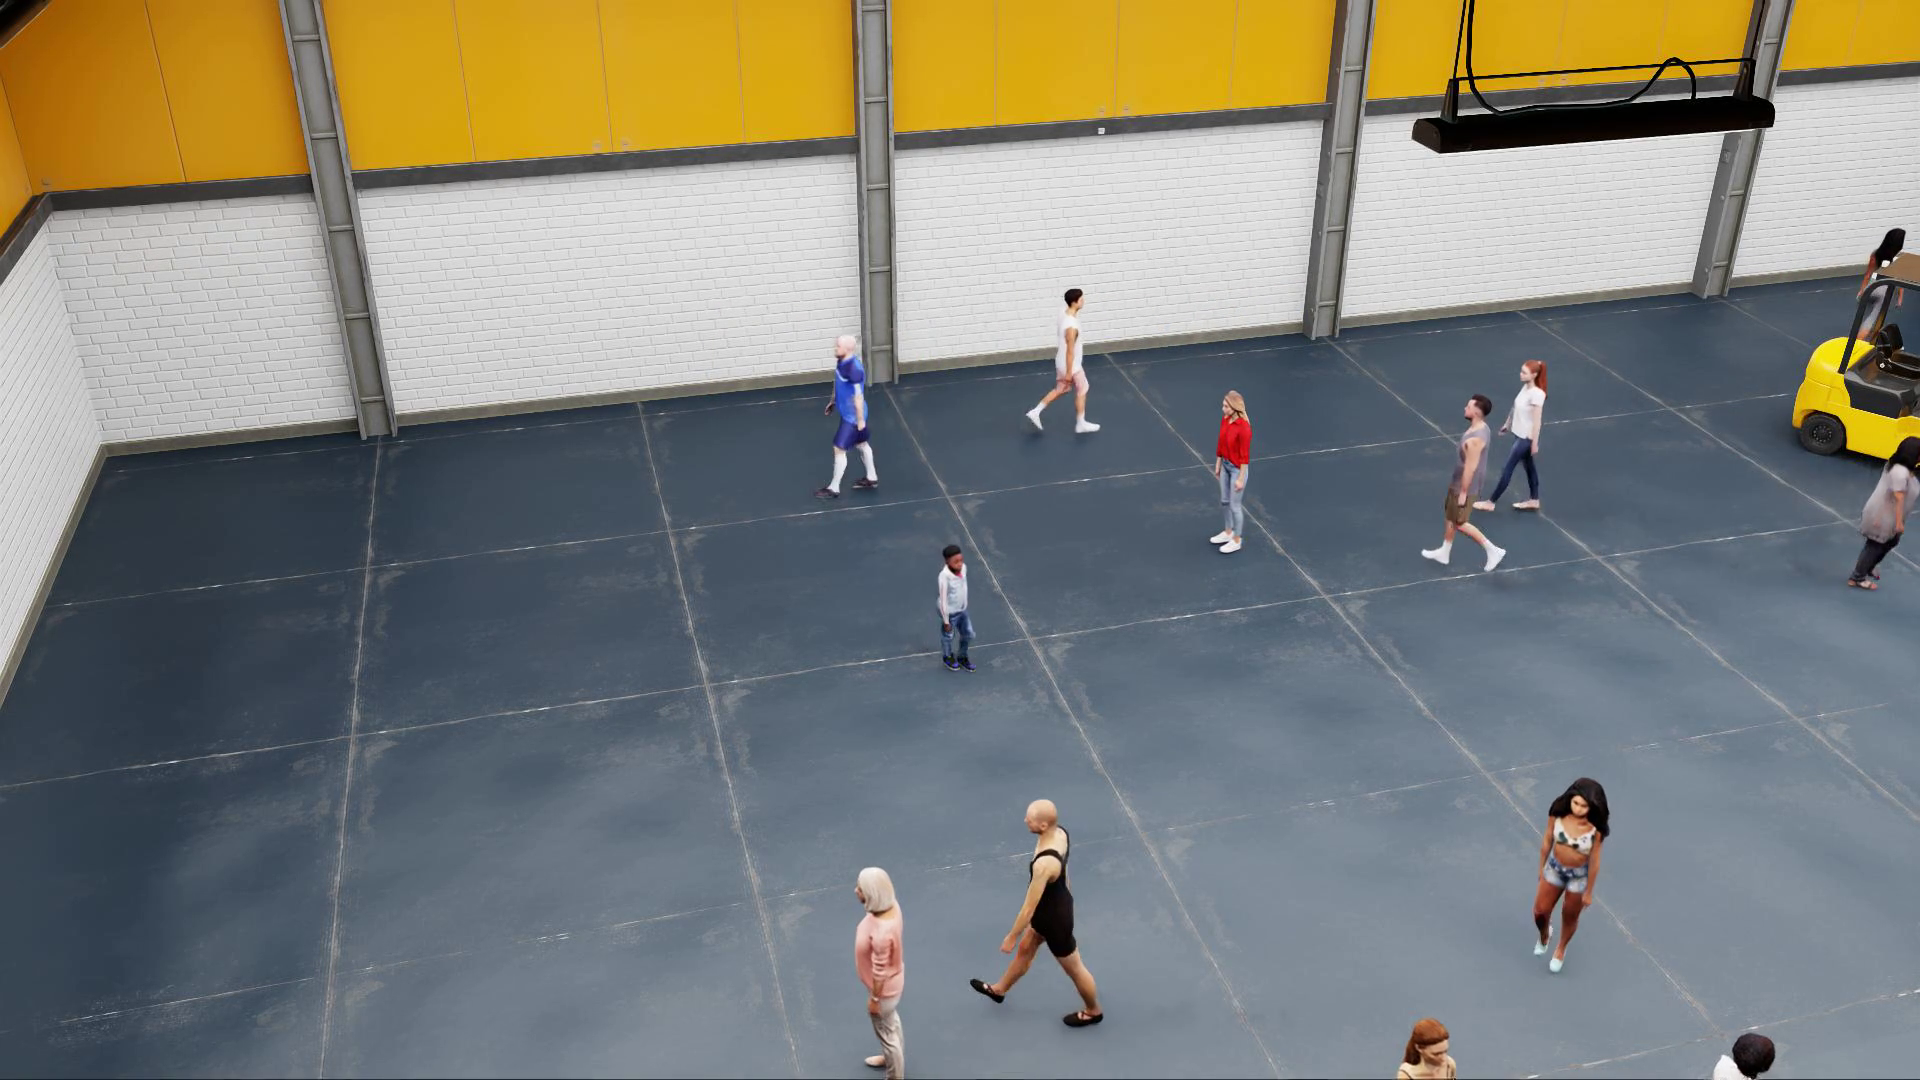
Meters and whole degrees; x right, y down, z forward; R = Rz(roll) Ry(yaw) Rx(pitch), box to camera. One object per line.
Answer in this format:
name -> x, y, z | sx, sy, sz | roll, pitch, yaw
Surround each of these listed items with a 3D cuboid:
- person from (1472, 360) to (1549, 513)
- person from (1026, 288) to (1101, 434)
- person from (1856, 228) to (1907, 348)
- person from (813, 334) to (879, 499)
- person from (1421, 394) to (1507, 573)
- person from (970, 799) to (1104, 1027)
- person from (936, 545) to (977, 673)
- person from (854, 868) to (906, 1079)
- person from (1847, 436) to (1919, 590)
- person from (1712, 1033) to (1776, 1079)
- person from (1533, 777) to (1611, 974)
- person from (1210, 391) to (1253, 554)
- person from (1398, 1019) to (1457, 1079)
person -> 5.977, -1.060, 17.303 | 1.063, 1.704, 0.814 | 4, 29, 7
person -> 1.163, -2.023, 19.009 | 1.082, 1.760, 0.664 | -6, 29, -11
person -> 11.445, -3.007, 20.841 | 1.165, 1.734, 0.802 | -15, 32, -25
person -> -1.070, -1.337, 17.700 | 0.953, 1.810, 0.665 | -7, 29, -12
person -> 4.956, -0.515, 16.025 | 1.127, 1.828, 1.019 | 13, 31, 23
person -> 0.698, 2.465, 10.781 | 1.242, 1.761, 0.974 | 2, 29, 3
person -> -0.096, 0.582, 14.771 | 0.596, 1.246, 0.652 | -22, 35, -34
person -> -0.470, 2.725, 10.342 | 0.591, 1.725, 0.636 | -1, 29, -2
person -> 8.809, -0.269, 15.971 | 0.822, 1.591, 0.768 | 11, 31, 20
person -> 4.231, 3.392, 9.308 | 0.633, 1.544, 0.580 | -10, 30, -18
person -> 4.170, 2.256, 11.320 | 0.702, 1.612, 0.758 | 18, 33, 30
person -> 2.741, -0.695, 16.639 | 0.608, 1.699, 0.669 | -14, 32, -24
person -> 2.549, 3.319, 9.362 | 0.540, 1.621, 0.656 | -12, 31, -21
